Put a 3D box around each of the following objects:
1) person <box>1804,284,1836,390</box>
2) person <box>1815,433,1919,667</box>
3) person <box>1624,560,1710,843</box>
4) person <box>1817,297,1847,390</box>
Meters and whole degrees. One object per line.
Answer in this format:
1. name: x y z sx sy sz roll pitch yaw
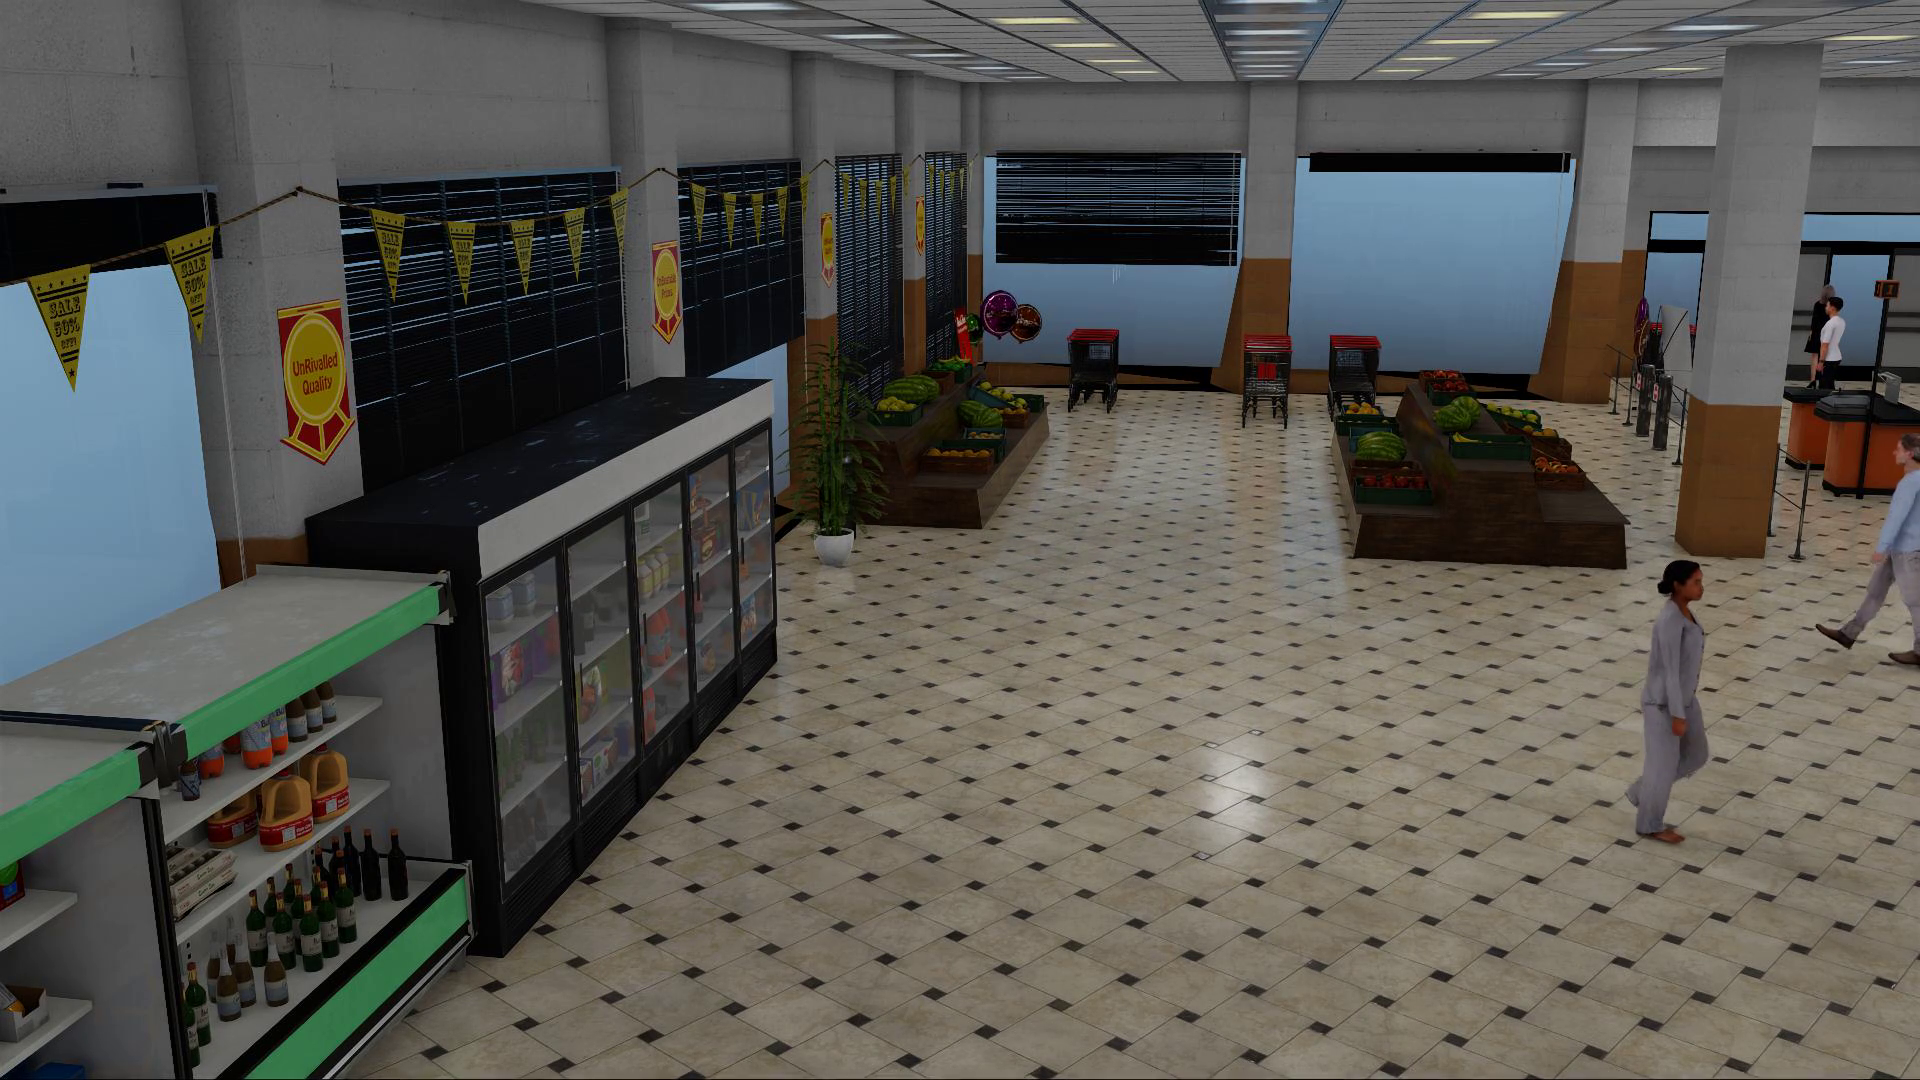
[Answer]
1. person: 14.489 -3.420 27.947 0.631 1.745 0.607 0 14 1
2. person: 7.597 0.104 13.179 1.056 1.858 1.165 9 17 34
3. person: 4.174 0.954 9.961 0.850 1.723 0.781 11 17 38
4. person: 12.910 -2.676 24.661 0.693 1.848 0.792 -13 19 -42
